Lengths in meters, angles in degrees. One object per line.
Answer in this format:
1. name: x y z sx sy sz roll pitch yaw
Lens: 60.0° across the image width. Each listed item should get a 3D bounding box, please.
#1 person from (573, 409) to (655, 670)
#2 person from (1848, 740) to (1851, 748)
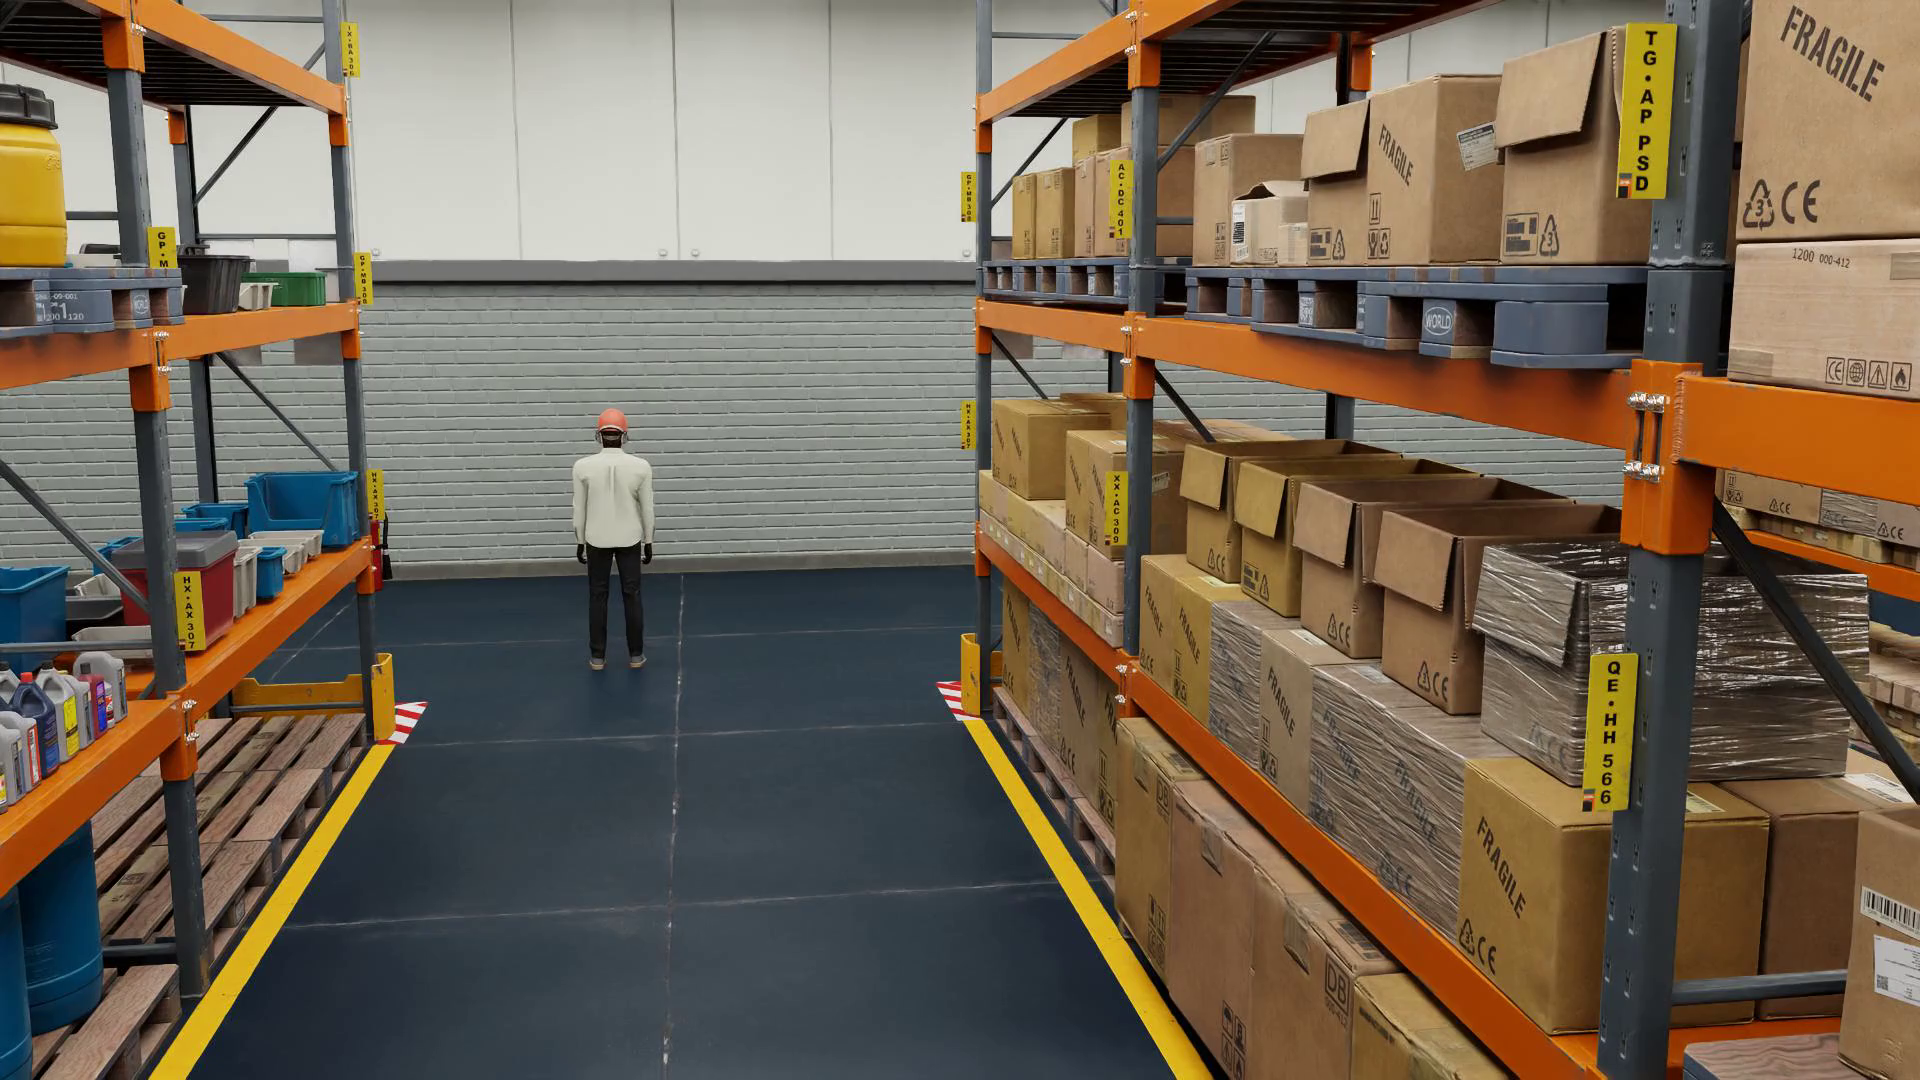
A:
1. person: -2.635 -0.005 12.692 0.609 1.987 0.402 -2 9 -14
2. person: 2.996 1.218 6.121 0.542 1.678 0.502 0 9 0
